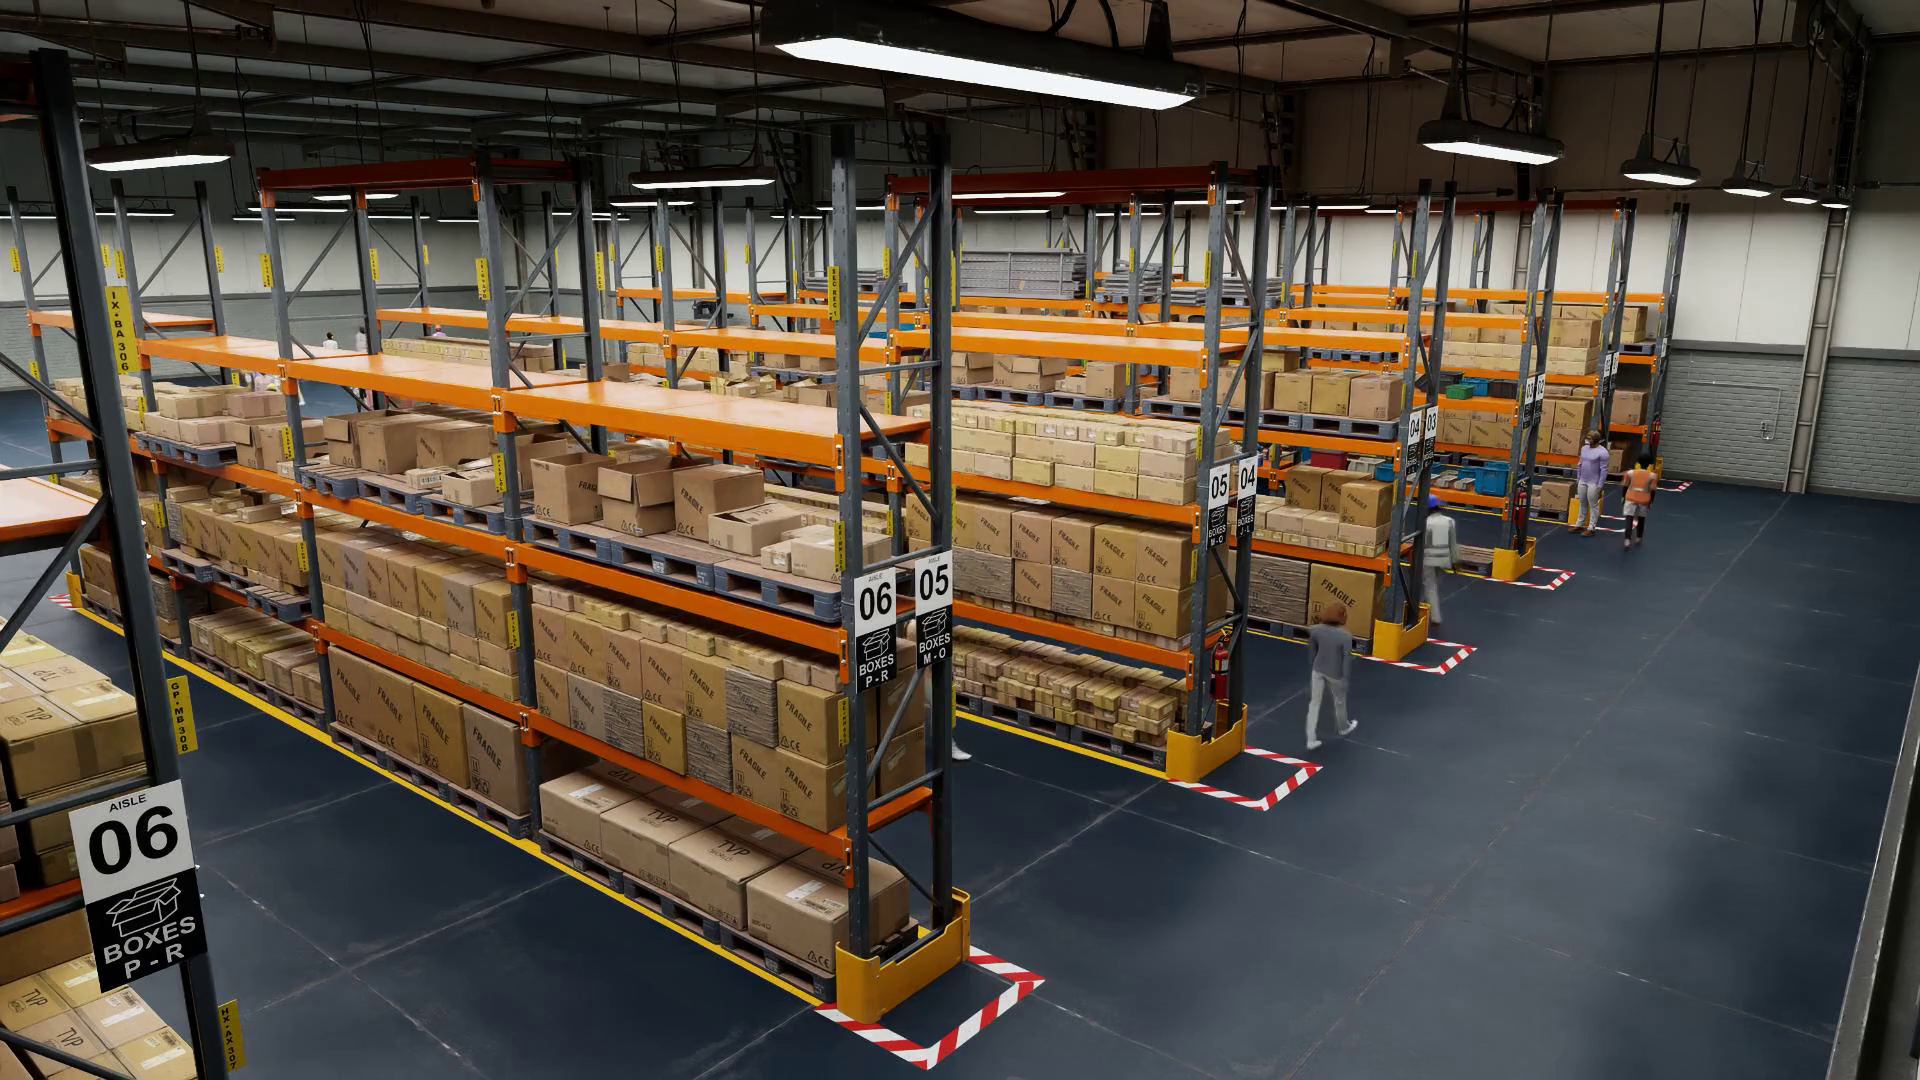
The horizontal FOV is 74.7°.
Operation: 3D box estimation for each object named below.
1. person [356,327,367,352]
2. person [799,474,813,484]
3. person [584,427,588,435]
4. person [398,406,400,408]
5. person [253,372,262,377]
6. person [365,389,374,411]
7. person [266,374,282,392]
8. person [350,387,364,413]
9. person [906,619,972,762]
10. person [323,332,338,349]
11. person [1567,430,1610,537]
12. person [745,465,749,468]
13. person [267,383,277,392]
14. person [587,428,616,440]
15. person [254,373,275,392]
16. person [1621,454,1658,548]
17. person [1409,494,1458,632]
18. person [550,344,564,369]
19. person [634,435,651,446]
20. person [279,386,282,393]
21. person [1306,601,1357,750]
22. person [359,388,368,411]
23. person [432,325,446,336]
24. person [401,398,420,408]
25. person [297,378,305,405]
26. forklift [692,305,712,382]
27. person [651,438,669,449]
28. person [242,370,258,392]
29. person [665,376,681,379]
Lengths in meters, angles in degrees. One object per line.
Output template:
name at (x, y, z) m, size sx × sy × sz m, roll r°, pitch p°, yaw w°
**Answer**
person at (-23.703, -7.595, 50.142) m, size 0.954 × 1.793 × 0.646 m, roll 0°, pitch 14°, yaw 2°
person at (-3.472, -2.229, 27.678) m, size 0.640 × 1.974 × 0.439 m, roll -6°, pitch 15°, yaw -24°
person at (-9.941, -3.509, 33.553) m, size 0.541 × 1.680 × 0.552 m, roll 0°, pitch 14°, yaw -2°
person at (-17.143, -4.603, 37.806) m, size 0.633 × 1.813 × 0.870 m, roll -1°, pitch 14°, yaw -3°
person at (-22.499, -5.338, 40.740) m, size 0.657 × 1.863 × 0.955 m, roll -6°, pitch 15°, yaw -24°
person at (-15.792, -3.715, 33.952) m, size 0.405 × 1.903 × 0.636 m, roll -7°, pitch 15°, yaw -26°
person at (-21.218, -4.793, 39.028) m, size 0.875 × 1.594 × 0.522 m, roll 3°, pitch 14°, yaw 11°
person at (-17.894, -4.593, 37.485) m, size 0.359 × 1.939 × 0.543 m, roll 13°, pitch 19°, yaw 42°
person at (-0.351, 1.353, 13.183) m, size 1.040 × 1.879 × 0.600 m, roll 7°, pitch 16°, yaw 28°
person at (-23.062, -6.687, 46.241) m, size 0.535 × 1.868 × 0.309 m, roll -2°, pitch 14°, yaw -10°
person at (11.445, -1.038, 22.865) m, size 0.379 × 1.937 × 0.629 m, roll -4°, pitch 14°, yaw -15°
person at (-4.848, -2.471, 29.385) m, size 0.517 × 1.636 × 0.314 m, roll -7°, pitch 15°, yaw -28°
person at (-17.238, -3.081, 31.682) m, size 0.519 × 1.737 × 0.824 m, roll -2°, pitch 14°, yaw -8°
person at (-7.747, -2.033, 27.235) m, size 0.617 × 1.809 × 0.931 m, roll -1°, pitch 14°, yaw -5°
person at (-19.670, -4.072, 35.698) m, size 0.523 × 1.769 × 0.314 m, roll -6°, pitch 15°, yaw -22°
person at (11.847, -0.685, 22.003) m, size 0.535 × 1.655 × 0.863 m, roll 8°, pitch 16°, yaw 30°
person at (6.543, 0.274, 17.586) m, size 0.646 × 1.877 × 0.987 m, roll -3°, pitch 14°, yaw -13°
person at (-14.488, -6.467, 45.462) m, size 0.509 × 1.797 × 0.940 m, roll -8°, pitch 16°, yaw -31°
person at (-6.089, -1.263, 24.025) m, size 0.600 × 1.822 × 0.994 m, roll -12°, pitch 18°, yaw -41°
person at (-21.518, -5.206, 40.039) m, size 0.372 × 1.922 × 0.585 m, roll -1°, pitch 14°, yaw -5°
person at (3.993, 1.414, 13.477) m, size 0.523 × 1.585 × 0.825 m, roll 13°, pitch 19°, yaw 43°
person at (-16.229, -3.947, 34.720) m, size 0.610 × 1.990 × 0.390 m, roll -10°, pitch 17°, yaw -36°
person at (-20.411, -7.496, 49.434) m, size 0.551 × 1.932 × 0.376 m, roll -10°, pitch 17°, yaw -34°
person at (-13.157, -2.870, 30.388) m, size 1.009 × 1.940 × 0.619 m, roll 7°, pitch 15°, yaw 27°
person at (-21.445, -5.249, 40.427) m, size 0.973 × 1.824 × 0.504 m, roll 5°, pitch 14°, yaw 19°
forklift at (-9.511, -7.392, 47.124) m, size 1.873 × 2.768 × 1.129 m, roll 11°, pitch 17°, yaw 38°
person at (-5.556, -1.349, 24.020) m, size 0.972 × 2.004 × 0.605 m, roll 12°, pitch 18°, yaw 40°
person at (-23.368, -5.562, 41.542) m, size 0.578 × 1.895 × 0.918 m, roll -3°, pitch 14°, yaw -12°
person at (-8.928, -4.856, 39.221) m, size 0.513 × 1.618 × 0.351 m, roll -12°, pitch 18°, yaw -40°
